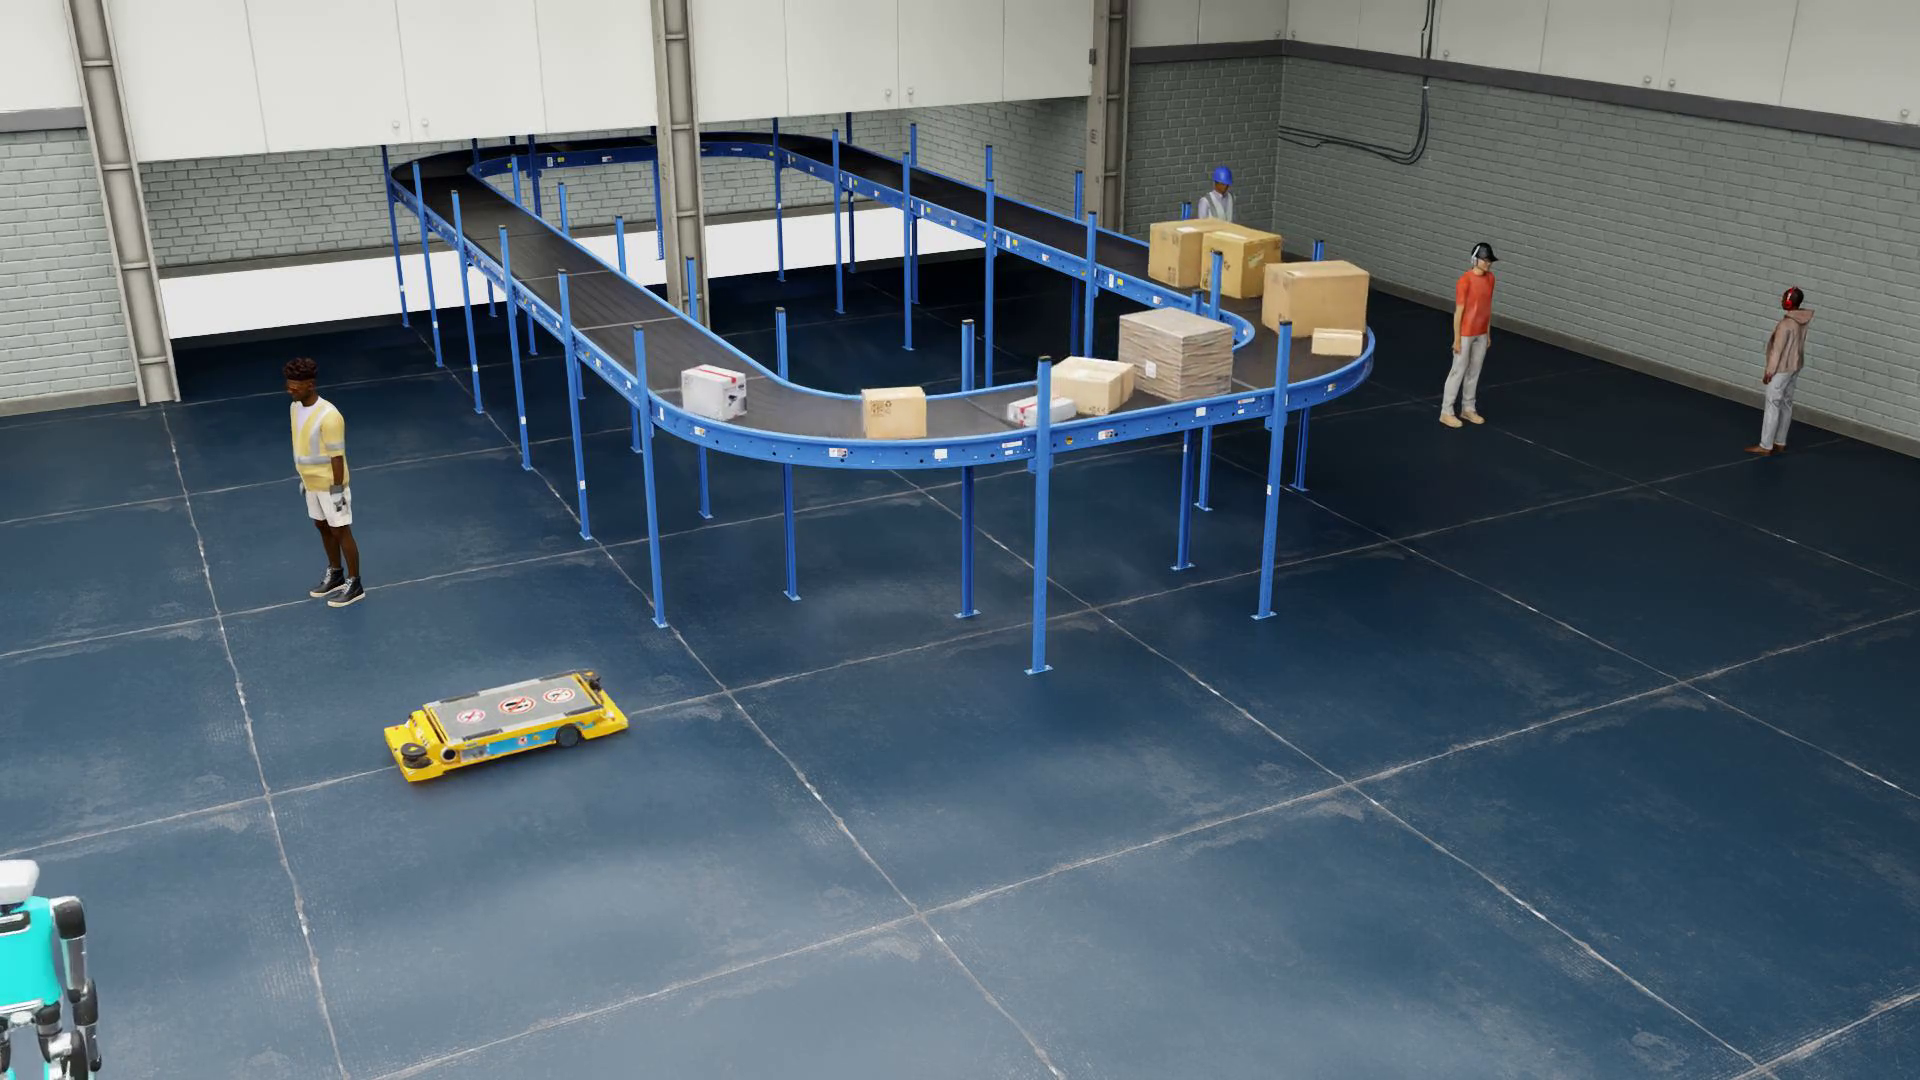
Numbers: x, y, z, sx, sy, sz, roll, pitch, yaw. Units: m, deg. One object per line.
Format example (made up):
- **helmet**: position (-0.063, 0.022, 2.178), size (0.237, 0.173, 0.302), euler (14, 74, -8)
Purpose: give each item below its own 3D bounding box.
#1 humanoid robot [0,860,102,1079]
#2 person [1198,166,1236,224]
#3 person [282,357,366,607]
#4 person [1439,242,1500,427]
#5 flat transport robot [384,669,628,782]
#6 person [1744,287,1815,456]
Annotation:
- **humanoid robot**: position (-3.645, 2.179, 6.500), size (0.549, 1.736, 0.821), euler (-8, 23, -19)
- **person**: position (3.220, -3.713, 20.843), size (0.616, 1.932, 0.416), euler (-16, 27, -34)
- **person**: position (-4.890, -0.457, 12.758), size (0.602, 1.959, 0.372), euler (18, 28, 38)
- **person**: position (5.198, -2.068, 16.822), size (0.474, 1.902, 0.424), euler (-13, 25, -28)
- **flat transport robot**: position (-2.974, 1.201, 10.906), size (1.431, 0.231, 0.659), euler (-12, 25, -27)
- **person**: position (7.947, -1.624, 16.049), size (0.464, 1.647, 0.318), euler (-15, 27, -33)
